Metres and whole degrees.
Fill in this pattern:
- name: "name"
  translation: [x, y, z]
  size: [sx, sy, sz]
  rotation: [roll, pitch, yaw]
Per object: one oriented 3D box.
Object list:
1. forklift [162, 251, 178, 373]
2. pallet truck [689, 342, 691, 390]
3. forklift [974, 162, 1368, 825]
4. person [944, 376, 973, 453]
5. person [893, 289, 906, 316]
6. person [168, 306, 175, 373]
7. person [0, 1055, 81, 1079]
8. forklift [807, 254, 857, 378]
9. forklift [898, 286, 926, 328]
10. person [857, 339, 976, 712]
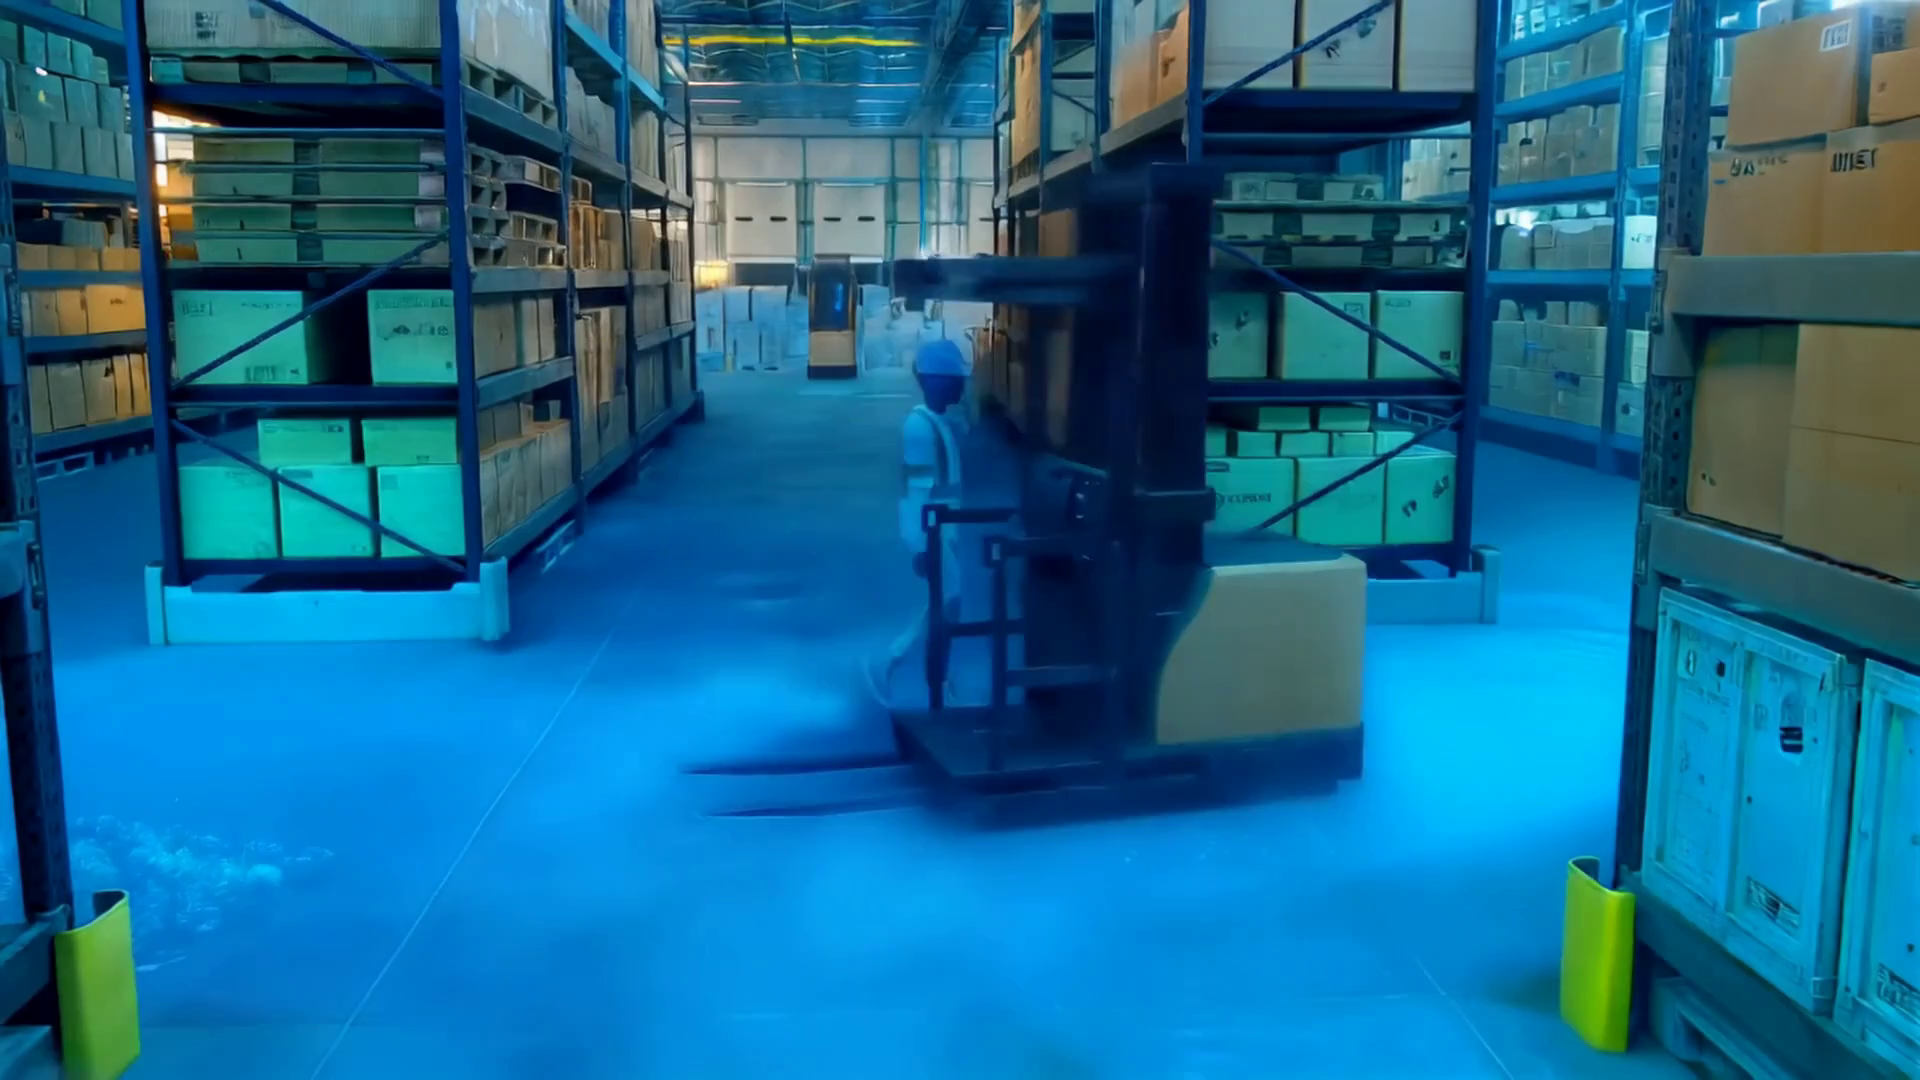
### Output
- name: "forklift"
  translation: [-15.776, -4.215, 32.298]
  size: [1.129, 2.768, 1.873]
  rotation: [-1, 9, -4]
- name: "pallet truck"
  translation: [-5.225, -3.008, 27.480]
  size: [1.885, 1.965, 0.823]
  rotation: [2, 9, 14]
- name: "forklift"
  translation: [0.829, -0.281, 7.593]
  size: [1.873, 2.768, 1.129]
  rotation: [-3, 9, -17]
- name: "person"
  translation: [-0.116, -1.255, 17.678]
  size: [0.521, 1.609, 0.775]
  rotation: [-1, 9, -6]
- name: "person"
  translation: [-1.794, -6.602, 50.259]
  size: [0.378, 1.934, 0.553]
  rotation: [5, 10, 27]
- name: "person"
  translation: [-15.276, -3.603, 31.741]
  size: [0.677, 1.846, 0.541]
  rotation: [-1, 9, -5]
- name: "person"
  translation: [-0.859, 1.300, 1.664]
  size: [0.731, 1.581, 0.591]
  rotation: [-5, 10, -28]
- name: "forklift"
  translation: [-2.942, -5.145, 38.138]
  size: [1.129, 2.768, 1.873]
  rotation: [-1, 9, -4]
- name: "forklift"
  translation: [-1.780, -8.547, 59.499]
  size: [1.129, 2.768, 1.873]
  rotation: [-1, 9, -4]
- name: "person"
  translation: [-0.183, -0.035, 8.716]
  size: [0.572, 2.030, 0.637]
  rotation: [2, 9, 12]
